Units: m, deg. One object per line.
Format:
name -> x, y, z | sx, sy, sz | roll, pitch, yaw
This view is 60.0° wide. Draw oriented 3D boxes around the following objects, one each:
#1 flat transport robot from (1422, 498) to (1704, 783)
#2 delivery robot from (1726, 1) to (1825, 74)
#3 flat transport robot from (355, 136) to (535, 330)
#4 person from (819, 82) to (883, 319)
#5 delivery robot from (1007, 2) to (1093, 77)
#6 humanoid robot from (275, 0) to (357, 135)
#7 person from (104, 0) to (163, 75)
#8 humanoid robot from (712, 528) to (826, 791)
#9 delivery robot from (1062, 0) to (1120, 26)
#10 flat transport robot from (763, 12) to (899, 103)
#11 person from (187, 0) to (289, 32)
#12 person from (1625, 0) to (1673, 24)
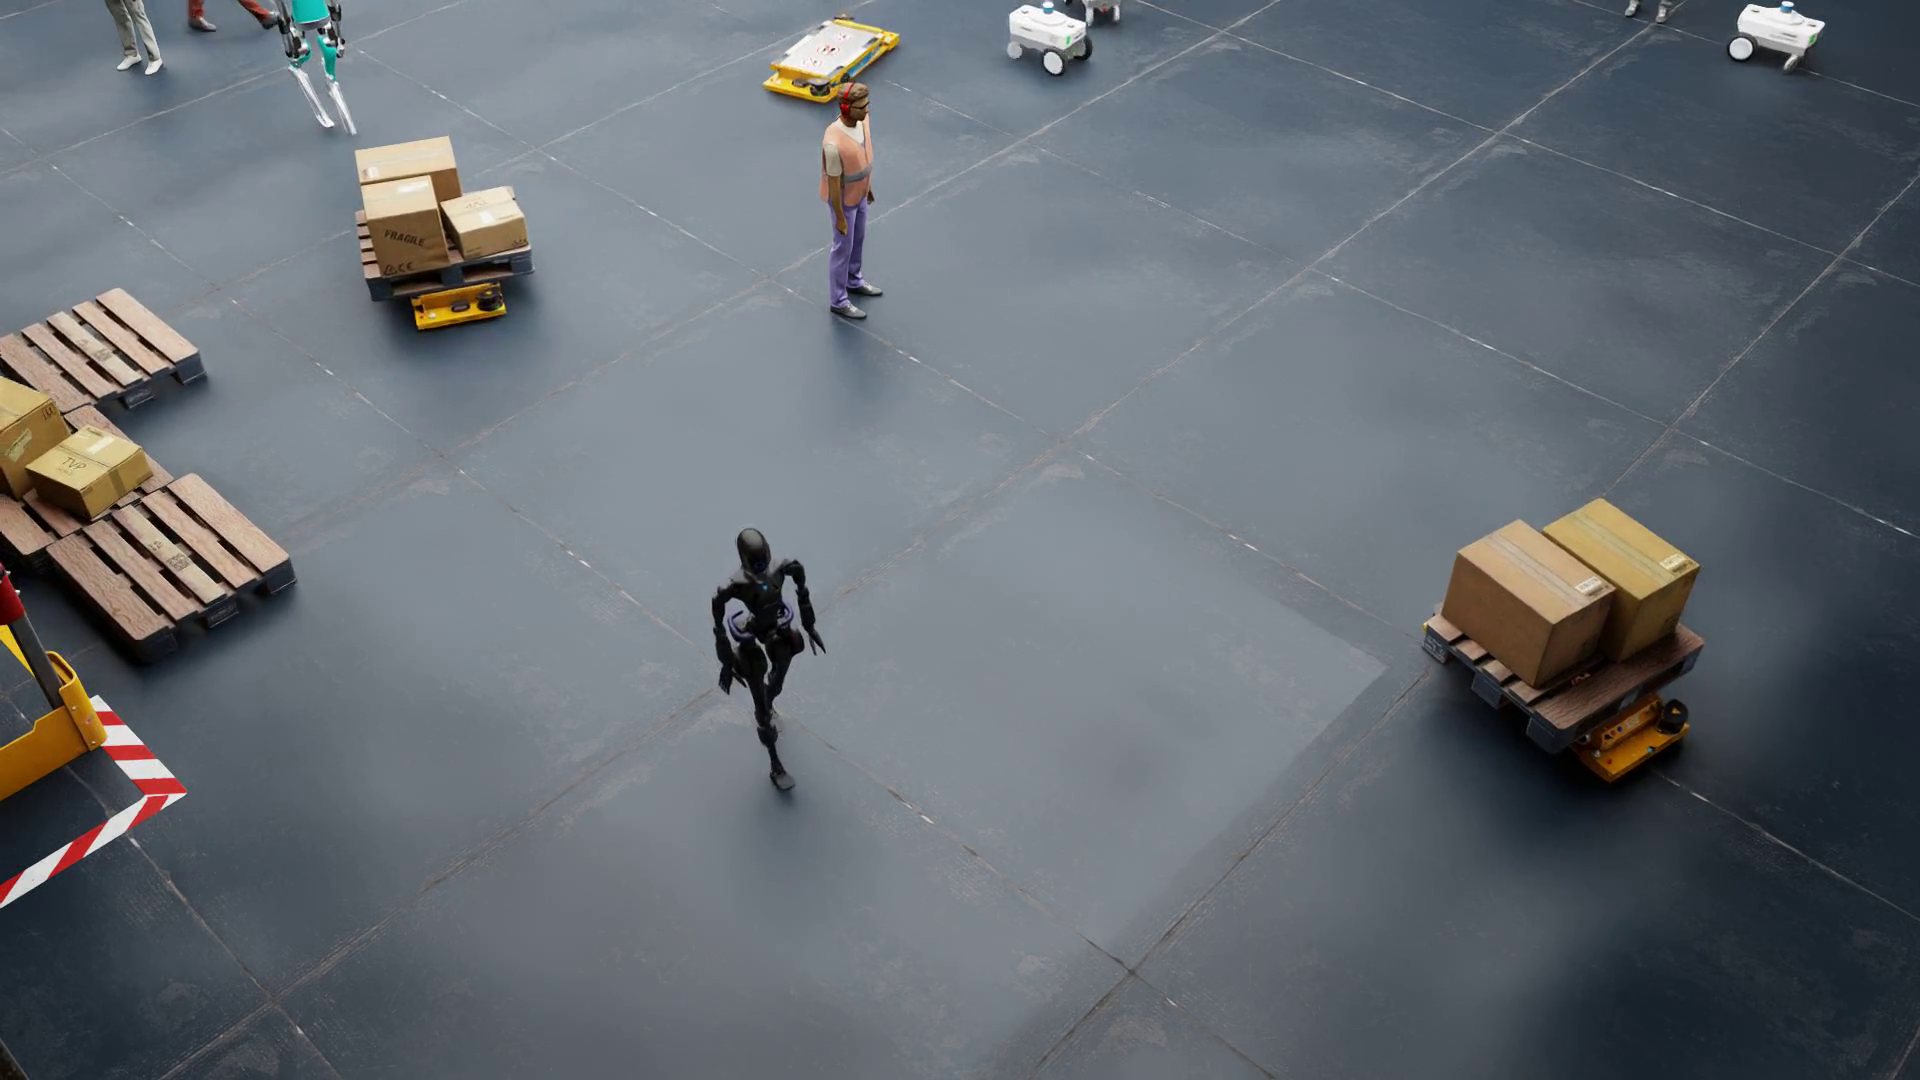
flat transport robot -> 3.448, 0.768, 9.673 | 0.659, 0.231, 1.431 | -24, 47, -24
delivery robot -> 7.627, -4.743, 15.595 | 0.780, 0.609, 0.522 | 26, 48, 26
flat transport robot -> -3.953, -2.128, 12.892 | 0.659, 0.231, 1.431 | -13, 44, -14
person -> -0.815, -2.489, 12.125 | 0.390, 1.836, 0.559 | 14, 44, 15
delivery robot -> 0.834, -4.712, 15.564 | 0.815, 0.614, 0.499 | 26, 48, 26
humanoid robot -> -5.563, -4.270, 14.211 | 0.545, 1.816, 0.787 | -27, 49, -27
person -> -7.669, -5.048, 15.110 | 0.513, 1.640, 0.308 | 14, 44, 15
humanoid robot -> -0.997, 0.573, 8.865 | 0.612, 1.626, 0.751 | -22, 46, -23
delivery robot -> 1.324, -5.463, 16.374 | 0.499, 0.582, 0.773 | -10, 43, -11
flat transport robot -> -1.190, -4.513, 15.542 | 0.659, 0.231, 1.431 | 19, 45, 20
person -> -7.070, -5.691, 15.691 | 1.002, 1.808, 0.594 | -4, 42, -4
person -> 6.796, -5.901, 15.919 | 0.571, 1.830, 0.394 | 21, 46, 21
